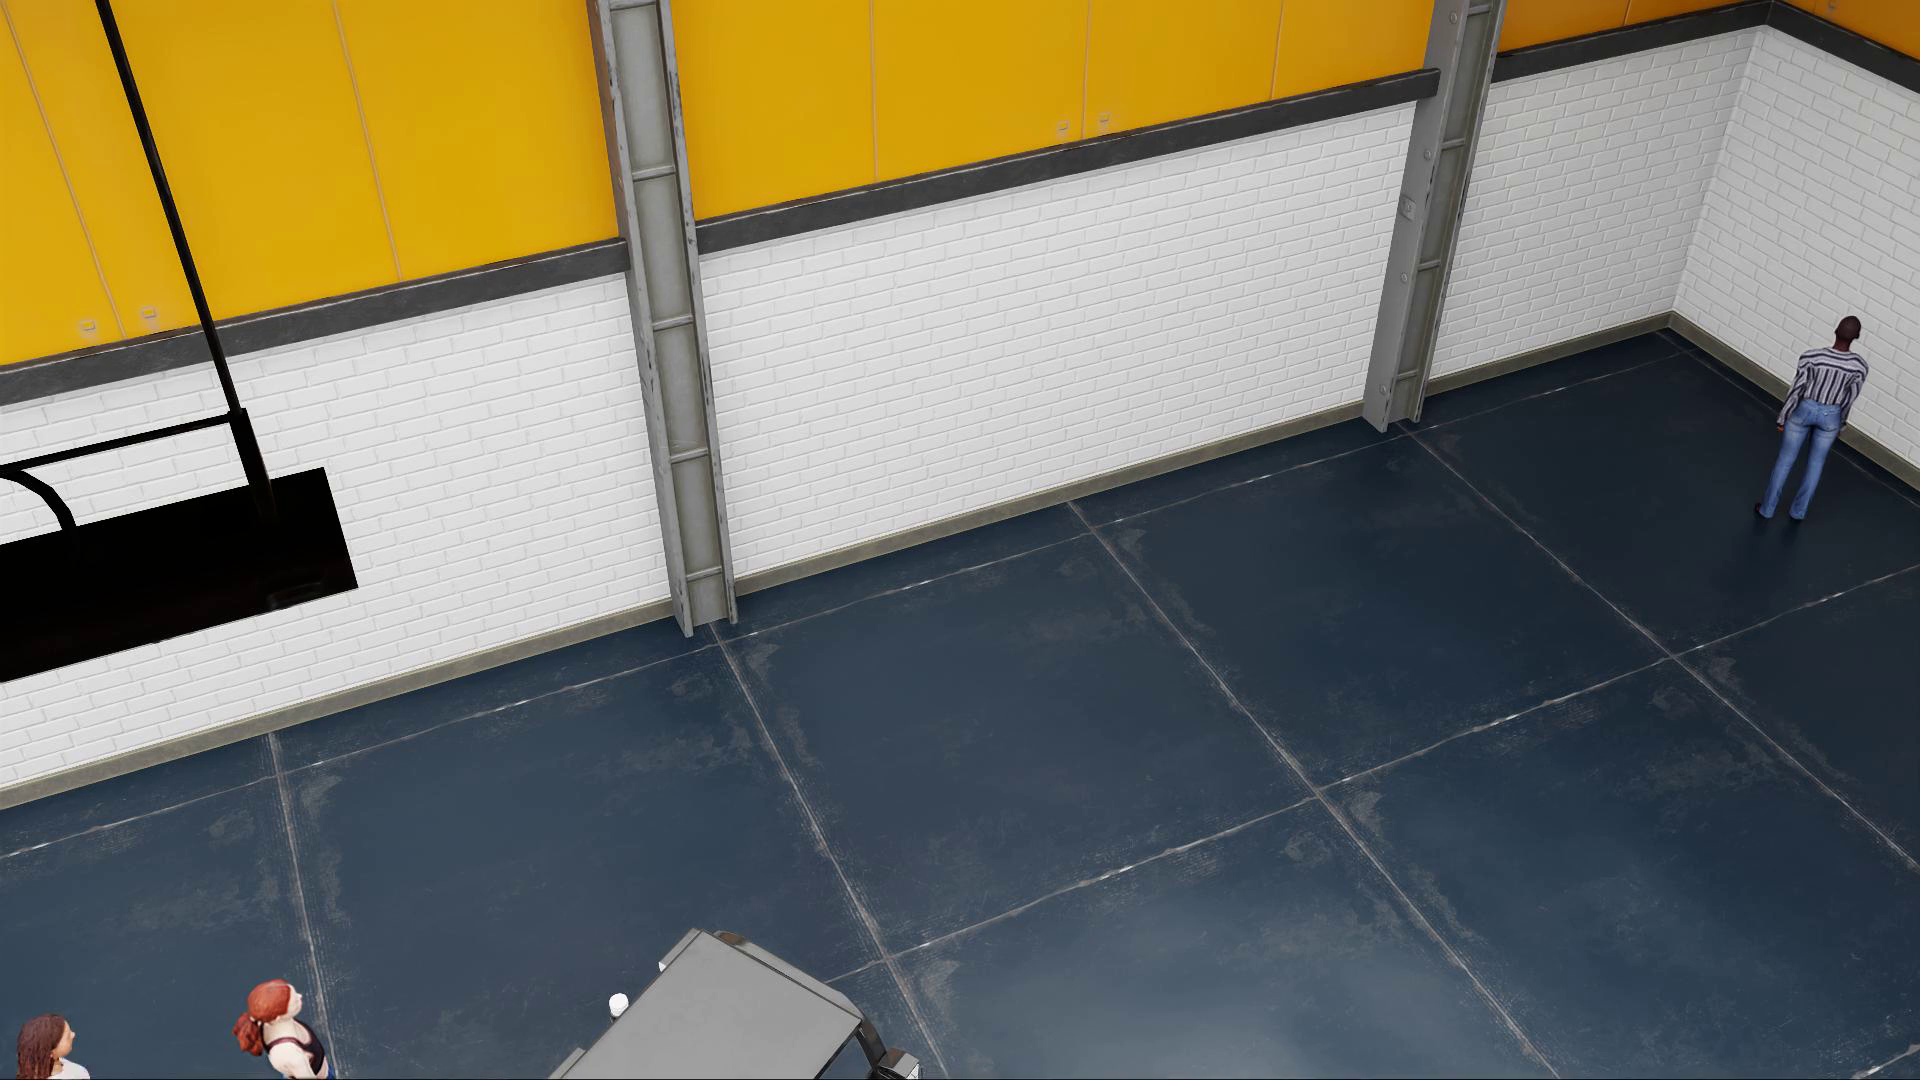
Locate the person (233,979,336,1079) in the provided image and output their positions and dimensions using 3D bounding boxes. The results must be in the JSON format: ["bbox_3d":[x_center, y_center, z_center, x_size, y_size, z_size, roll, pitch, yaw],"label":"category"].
[{"bbox_3d":[-3.058,2.668,7.891,0.659,1.785,0.647,-30,48,-32],"label":"person"}]

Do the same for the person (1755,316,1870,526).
[{"bbox_3d":[6.324,-0.873,12.316,0.681,1.796,0.750,11,40,14],"label":"person"}]
